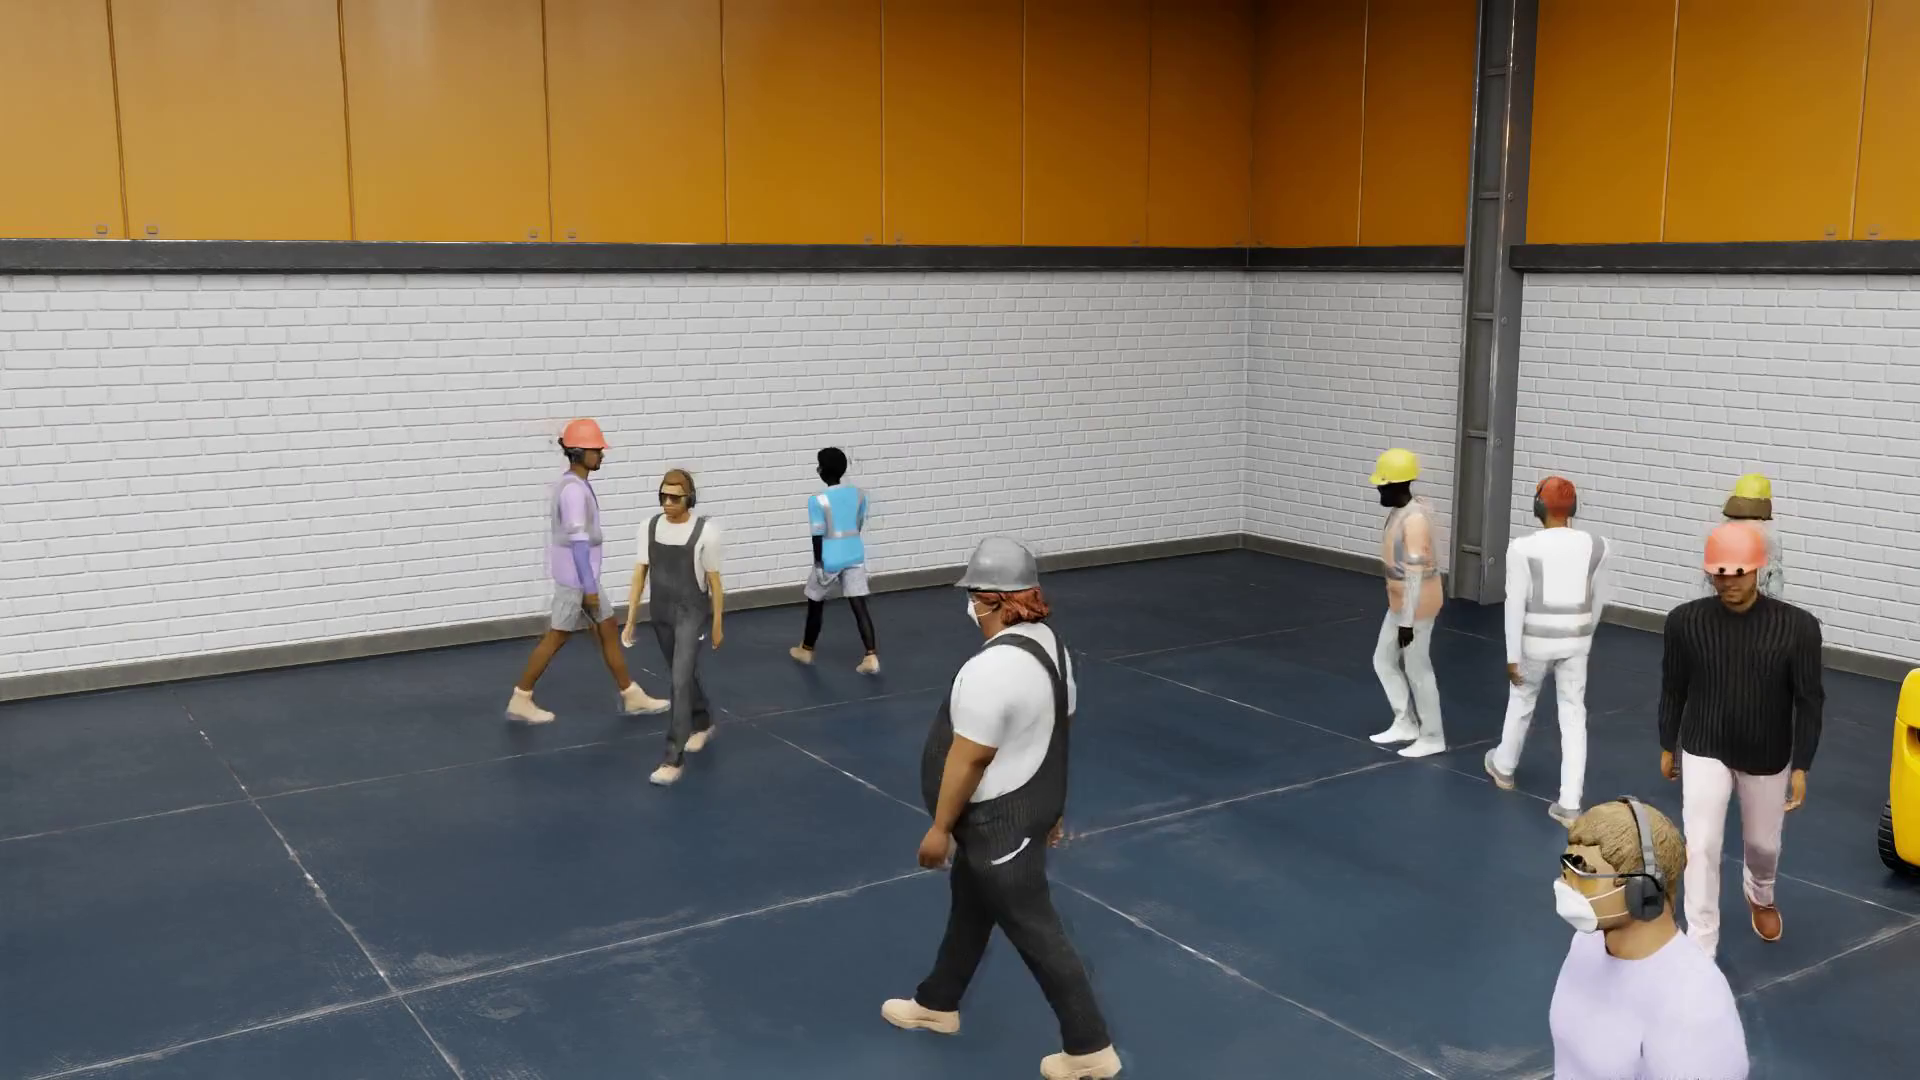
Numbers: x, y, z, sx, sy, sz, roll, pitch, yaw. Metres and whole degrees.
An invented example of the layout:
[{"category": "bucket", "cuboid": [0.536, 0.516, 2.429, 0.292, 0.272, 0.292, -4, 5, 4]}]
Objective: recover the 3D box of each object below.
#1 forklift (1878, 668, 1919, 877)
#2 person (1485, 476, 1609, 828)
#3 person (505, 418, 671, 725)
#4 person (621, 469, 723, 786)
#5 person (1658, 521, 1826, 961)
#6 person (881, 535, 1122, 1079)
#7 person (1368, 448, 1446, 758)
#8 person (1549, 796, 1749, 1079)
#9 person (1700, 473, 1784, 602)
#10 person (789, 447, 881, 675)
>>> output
[{"category": "forklift", "cuboid": [5.511, 0.571, 7.906, 2.313, 2.155, 1.214, -6, 11, -33]}, {"category": "person", "cuboid": [3.201, 0.566, 9.036, 0.579, 1.831, 0.986, 0, 9, 0]}, {"category": "person", "cuboid": [-2.466, 0.209, 10.724, 1.066, 1.991, 0.632, -1, 10, -8]}, {"category": "person", "cuboid": [-1.649, 0.463, 9.788, 0.530, 1.800, 0.980, 3, 10, 20]}, {"category": "person", "cuboid": [3.273, 0.851, 6.999, 0.628, 1.952, 0.916, 5, 11, 29]}, {"category": "person", "cuboid": [0.172, 0.945, 6.116, 1.011, 2.000, 0.678, 3, 10, 18]}, {"category": "person", "cuboid": [2.679, 0.387, 9.935, 0.586, 1.893, 0.603, 0, 9, -1]}, {"category": "person", "cuboid": [1.459, 1.458, 3.461, 0.950, 1.907, 0.638, 0, 9, -2]}, {"category": "person", "cuboid": [4.720, 0.438, 10.150, 0.835, 1.710, 0.473, -4, 10, -25]}, {"category": "person", "cuboid": [-0.892, 0.146, 12.102, 0.536, 1.651, 0.887, -7, 12, -38]}]
